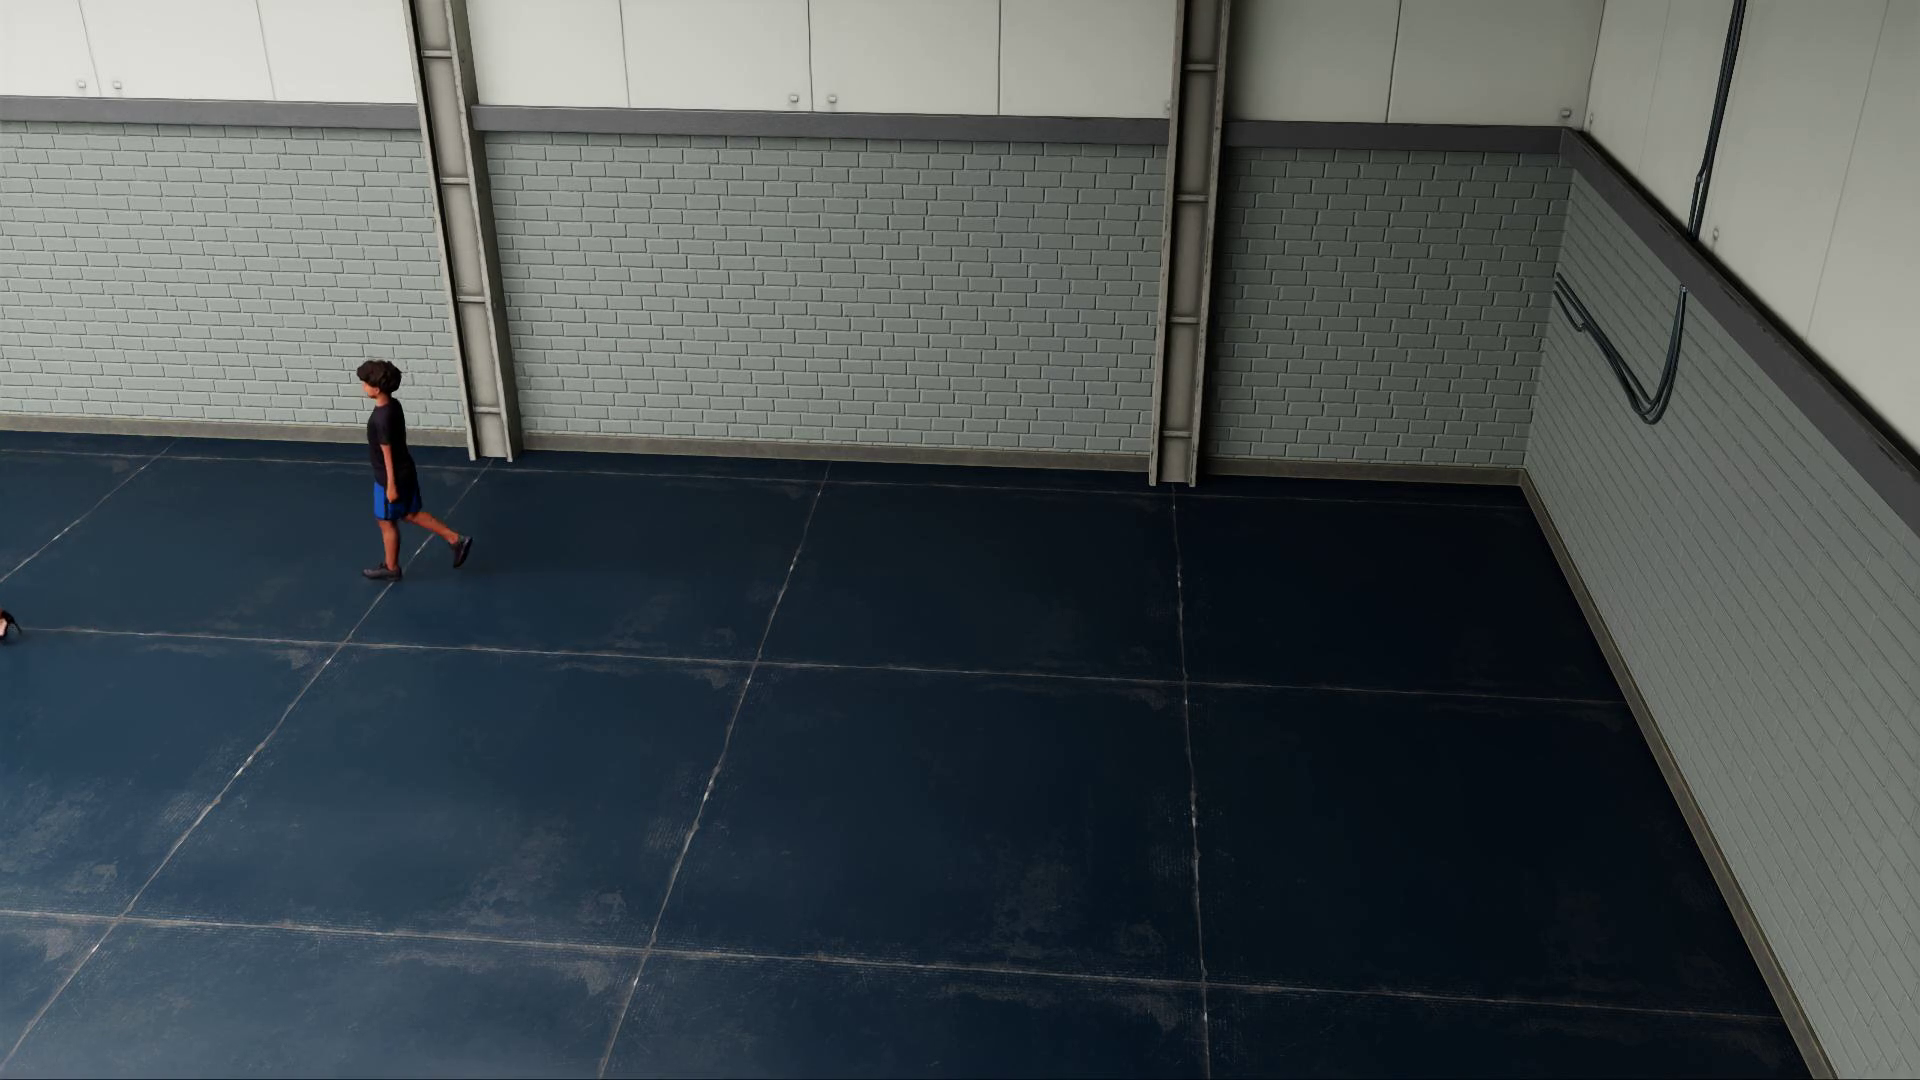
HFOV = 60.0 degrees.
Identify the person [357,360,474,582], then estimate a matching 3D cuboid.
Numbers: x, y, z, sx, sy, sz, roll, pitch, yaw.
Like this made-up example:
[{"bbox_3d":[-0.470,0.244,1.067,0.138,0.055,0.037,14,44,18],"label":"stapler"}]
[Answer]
[{"bbox_3d":[-4.121,-0.494,12.378,1.113,1.776,0.733,-3,27,-5],"label":"person"}]
